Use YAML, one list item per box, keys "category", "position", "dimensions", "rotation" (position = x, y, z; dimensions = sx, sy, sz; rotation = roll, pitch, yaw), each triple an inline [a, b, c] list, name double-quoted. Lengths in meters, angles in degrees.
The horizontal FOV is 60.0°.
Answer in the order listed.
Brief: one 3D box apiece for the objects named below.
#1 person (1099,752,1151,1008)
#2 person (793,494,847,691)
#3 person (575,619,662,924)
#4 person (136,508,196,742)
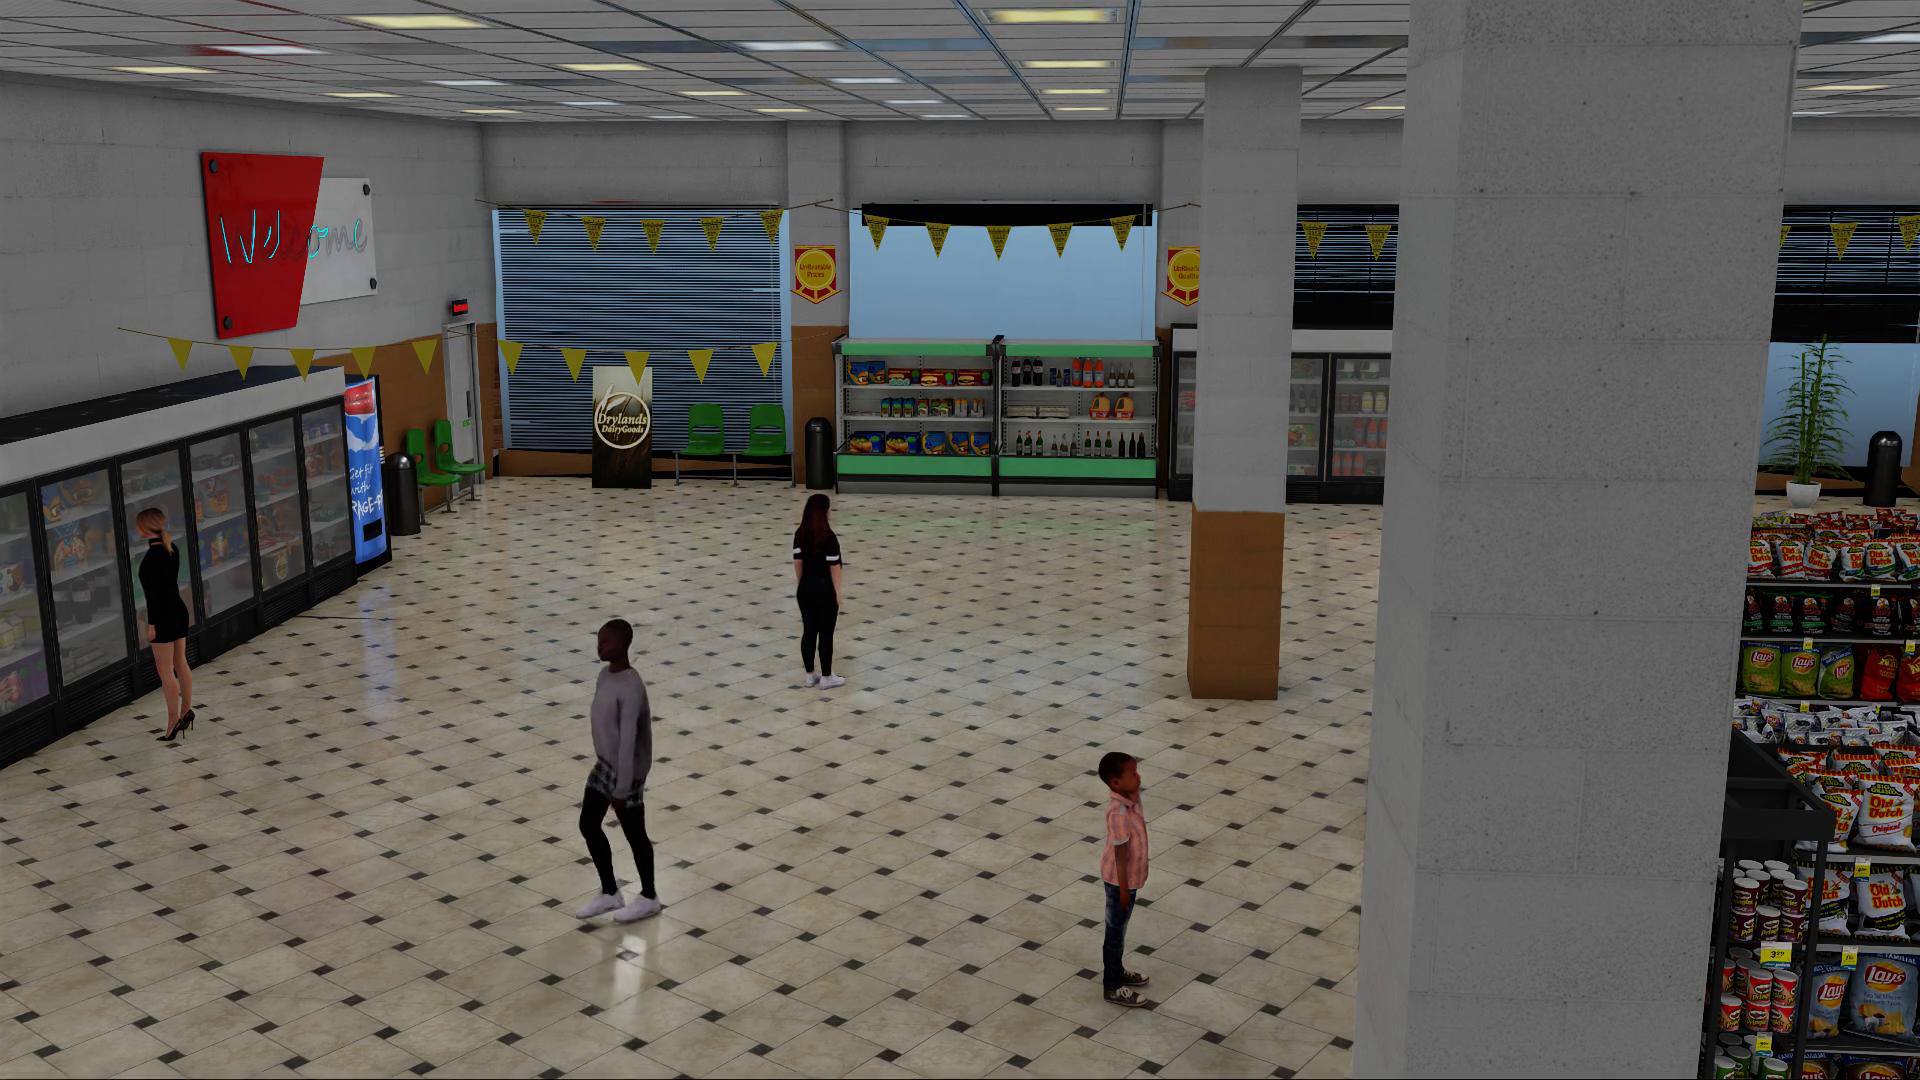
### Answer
- category: "person"
  position: [0.820, 1.707, 8.503]
  dimensions: [0.511, 1.307, 0.512]
  rotation: [2, 12, 10]
- category: "person"
  position: [-1.177, 0.419, 13.819]
  dimensions: [0.671, 1.638, 0.765]
  rotation: [8, 14, 32]
- category: "person"
  position: [-1.822, 1.293, 9.376]
  dimensions: [0.866, 1.758, 0.807]
  rotation: [-9, 15, -35]
- category: "person"
  position: [-5.992, 0.623, 12.535]
  dimensions: [0.538, 1.768, 0.589]
  rotation: [0, 12, -1]
